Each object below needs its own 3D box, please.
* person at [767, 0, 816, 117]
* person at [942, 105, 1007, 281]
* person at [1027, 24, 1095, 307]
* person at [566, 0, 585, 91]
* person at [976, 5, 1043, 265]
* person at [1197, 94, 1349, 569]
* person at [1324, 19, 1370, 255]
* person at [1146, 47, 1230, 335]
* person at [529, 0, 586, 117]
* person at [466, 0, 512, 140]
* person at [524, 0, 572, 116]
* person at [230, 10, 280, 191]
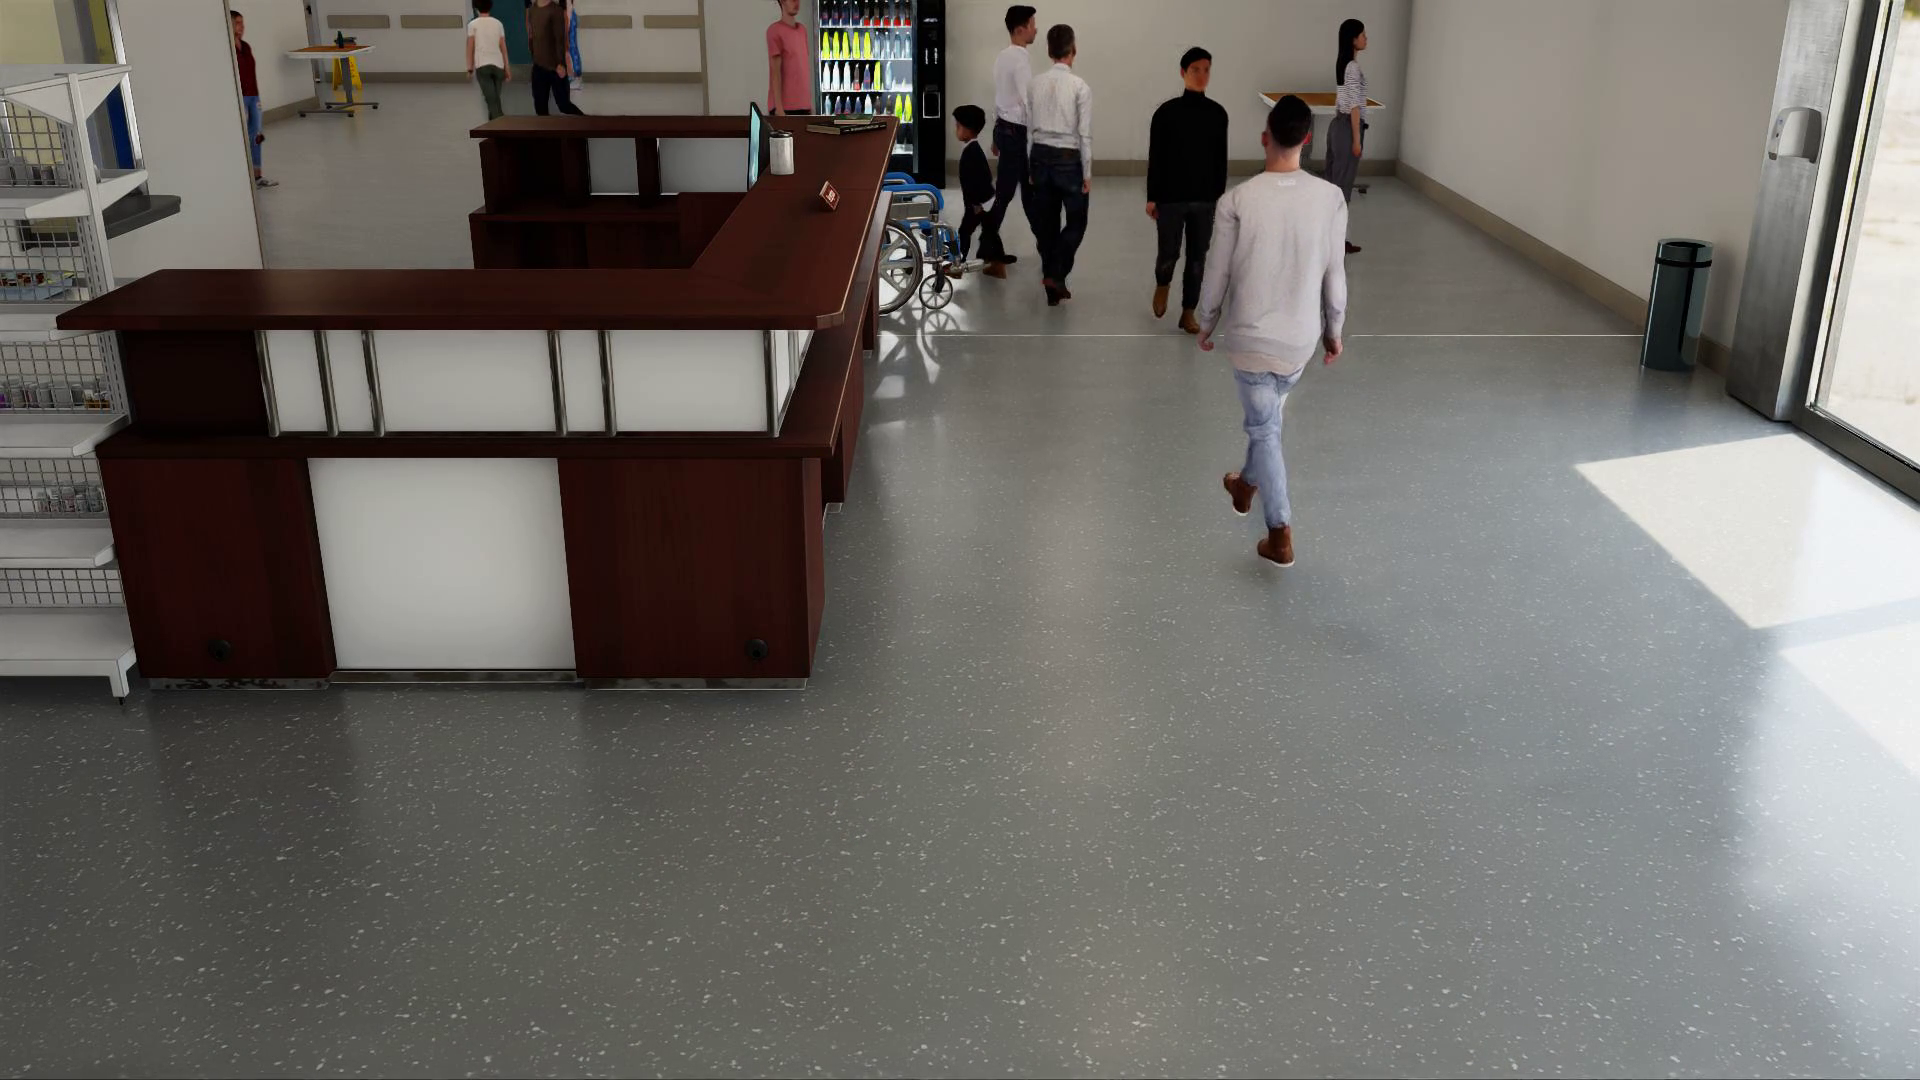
[{"bbox_3d":[-1.394,-3.544,13.604,0.715,1.959,0.716,12,24,28],"label":"person"},{"bbox_3d":[0.170,-2.402,11.611,0.786,1.196,0.624,7,22,17],"label":"person"},{"bbox_3d":[0.609,-2.403,10.814,0.842,1.802,0.885,11,23,26],"label":"person"},{"bbox_3d":[-5.714,-7.536,24.392,0.579,1.784,0.571,-1,21,-2],"label":"person"},{"bbox_3d":[0.293,-2.908,12.088,1.085,1.844,0.749,-5,21,-14],"label":"person"},{"bbox_3d":[1.242,-0.768,6.513,1.115,1.790,0.885,-3,21,-9],"label":"person"},{"bbox_3d":[2.918,-3.068,12.668,0.511,1.732,0.593,0,21,-1],"label":"person"},{"bbox_3d":[1.382,-2.155,10.281,0.744,1.715,0.763,-2,21,-6],"label":"person"},{"bbox_3d":[-4.314,-5.058,17.732,1.132,1.866,1.076,13,24,30],"label":"person"},{"bbox_3d":[-5.132,-5.112,18.240,1.117,1.609,1.069,-15,25,-34],"label":"person"},{"bbox_3d":[-5.283,-6.406,21.350,0.620,1.826,0.817,-7,22,-17],"label":"person"},{"bbox_3d":[-6.696,-4.097,15.528,0.584,1.632,0.632,4,21,12],"label":"person"}]
